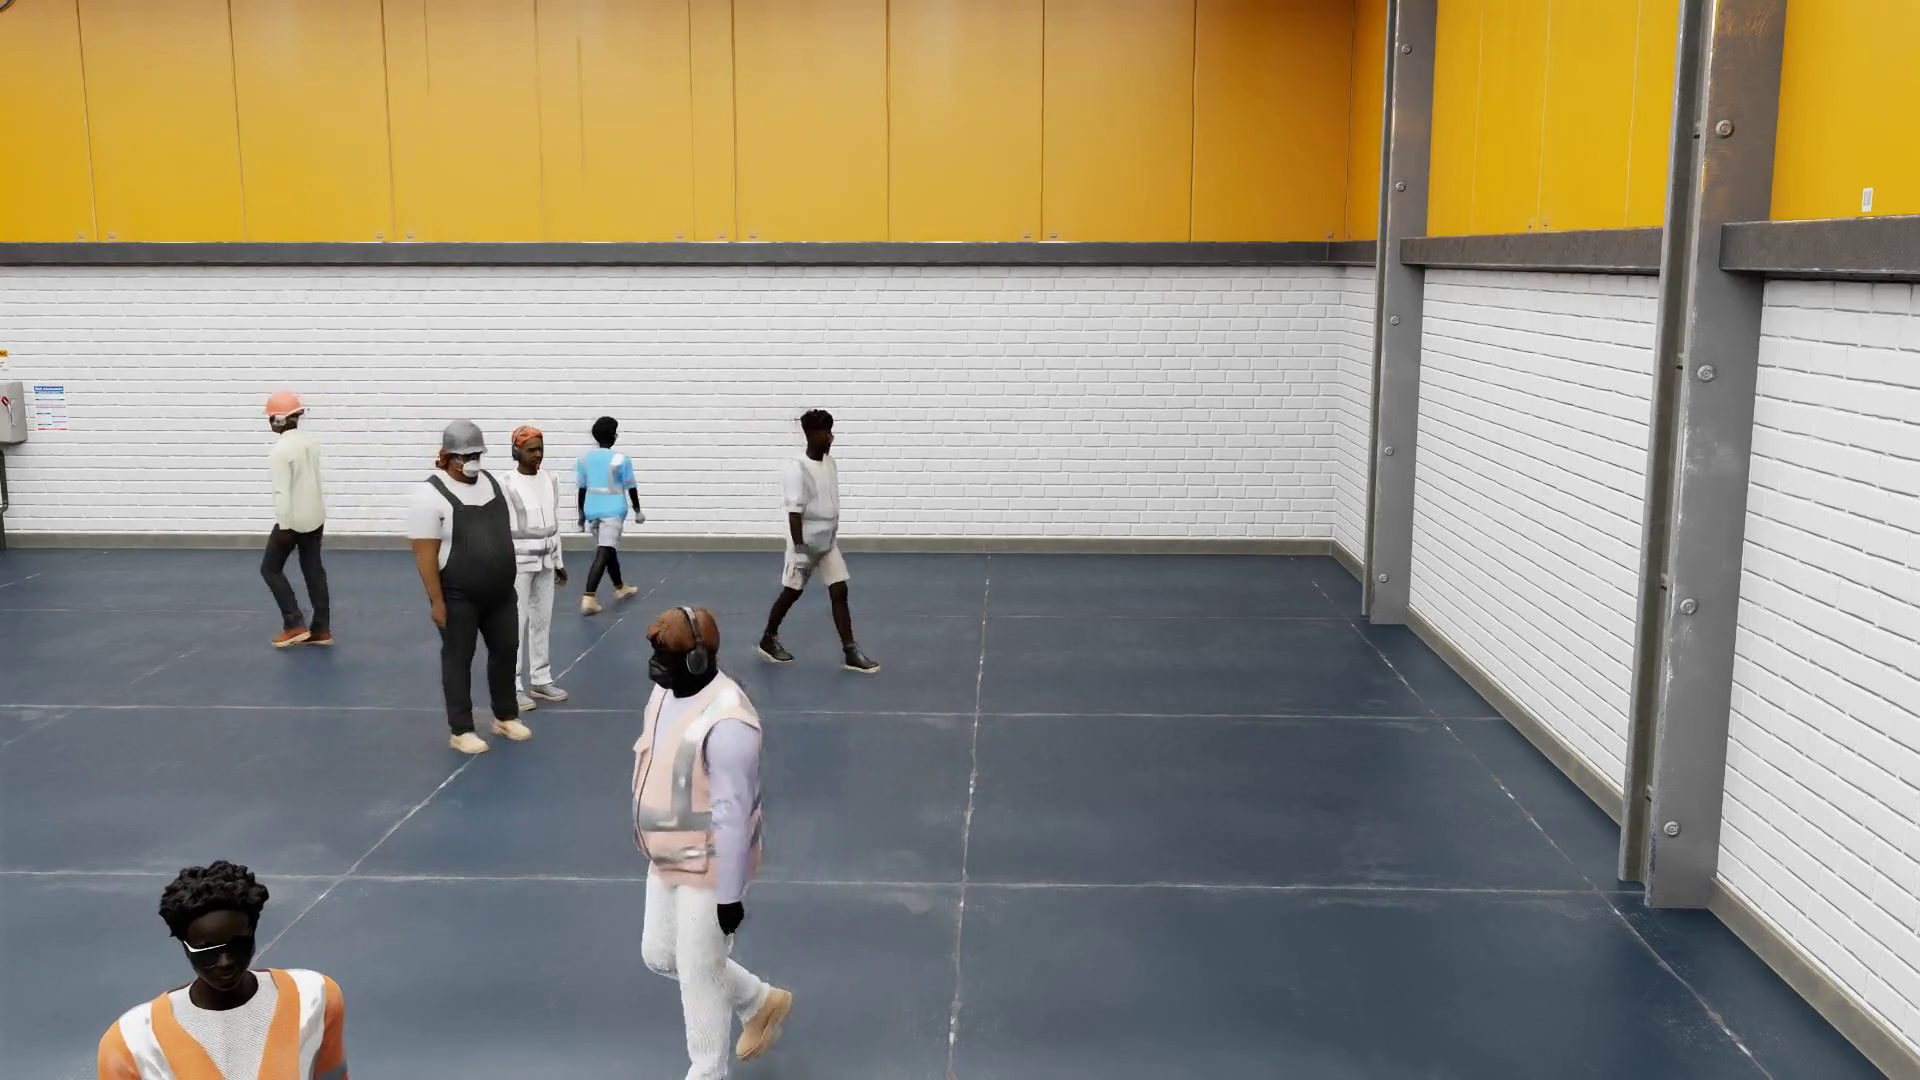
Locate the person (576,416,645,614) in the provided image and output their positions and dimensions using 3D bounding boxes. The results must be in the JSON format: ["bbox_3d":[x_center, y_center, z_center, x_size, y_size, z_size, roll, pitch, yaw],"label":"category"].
[{"bbox_3d":[-2.999,-0.225,14.103,0.535,1.650,0.900,5,11,27],"label":"person"}]

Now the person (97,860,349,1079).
[{"bbox_3d":[-1.604,1.527,3.707,0.540,1.696,0.315,-8,12,-38],"label":"person"}]

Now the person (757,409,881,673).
[{"bbox_3d":[-1.088,0.000,12.042,1.010,1.918,0.622,6,11,30],"label":"person"}]

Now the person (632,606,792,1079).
[{"bbox_3d":[-0.858,1.110,5.774,0.543,1.827,0.631,-6,11,-31],"label":"person"}]

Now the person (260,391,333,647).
[{"bbox_3d":[-5.105,-0.152,12.729,0.544,1.976,0.610,2,10,12],"label":"person"}]

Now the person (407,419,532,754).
[{"bbox_3d":[-2.944,0.266,10.082,0.535,2.000,0.719,7,12,35],"label":"person"}]

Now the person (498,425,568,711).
[{"bbox_3d":[-2.861,0.176,11.067,0.337,1.882,0.585,6,11,32],"label":"person"}]
